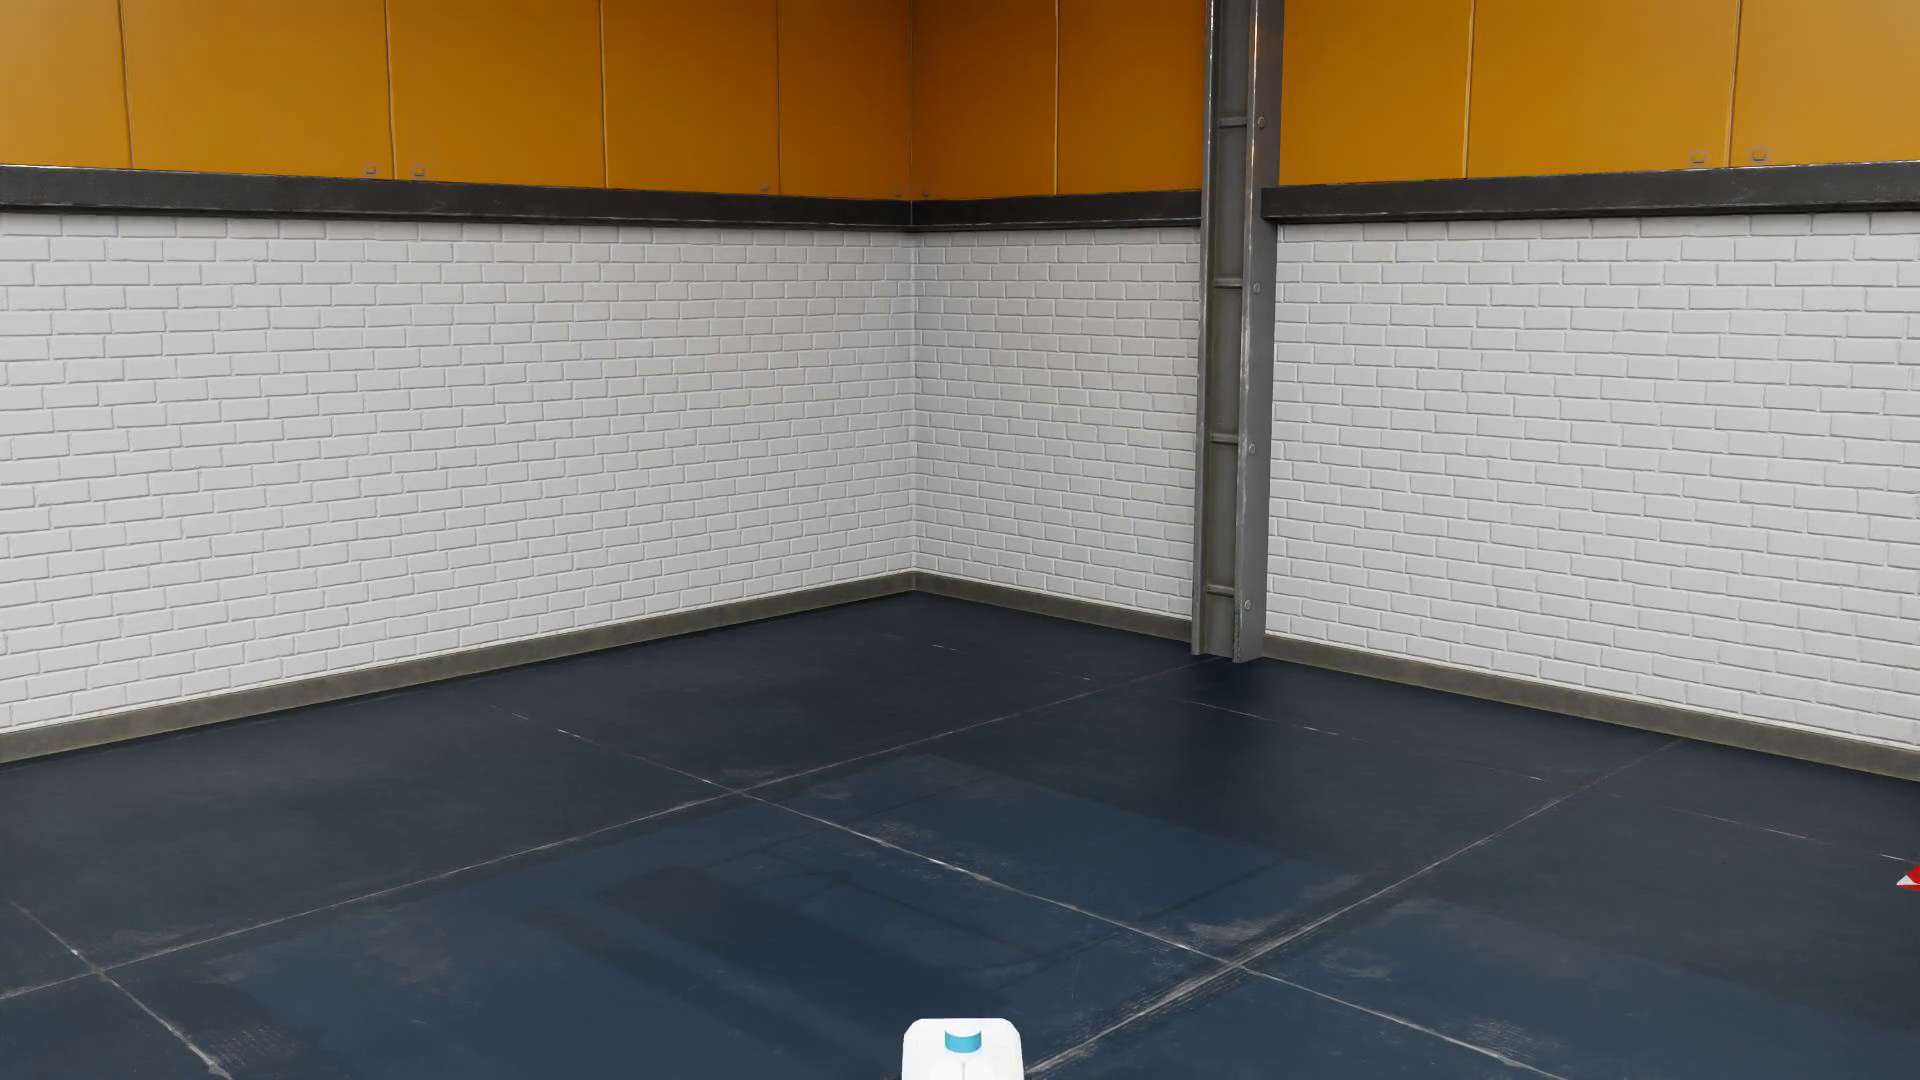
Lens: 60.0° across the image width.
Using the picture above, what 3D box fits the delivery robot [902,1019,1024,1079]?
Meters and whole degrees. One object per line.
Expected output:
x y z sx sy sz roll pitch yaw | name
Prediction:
0.009 1.554 4.539 0.477 0.478 0.707 0 9 -1 | delivery robot
